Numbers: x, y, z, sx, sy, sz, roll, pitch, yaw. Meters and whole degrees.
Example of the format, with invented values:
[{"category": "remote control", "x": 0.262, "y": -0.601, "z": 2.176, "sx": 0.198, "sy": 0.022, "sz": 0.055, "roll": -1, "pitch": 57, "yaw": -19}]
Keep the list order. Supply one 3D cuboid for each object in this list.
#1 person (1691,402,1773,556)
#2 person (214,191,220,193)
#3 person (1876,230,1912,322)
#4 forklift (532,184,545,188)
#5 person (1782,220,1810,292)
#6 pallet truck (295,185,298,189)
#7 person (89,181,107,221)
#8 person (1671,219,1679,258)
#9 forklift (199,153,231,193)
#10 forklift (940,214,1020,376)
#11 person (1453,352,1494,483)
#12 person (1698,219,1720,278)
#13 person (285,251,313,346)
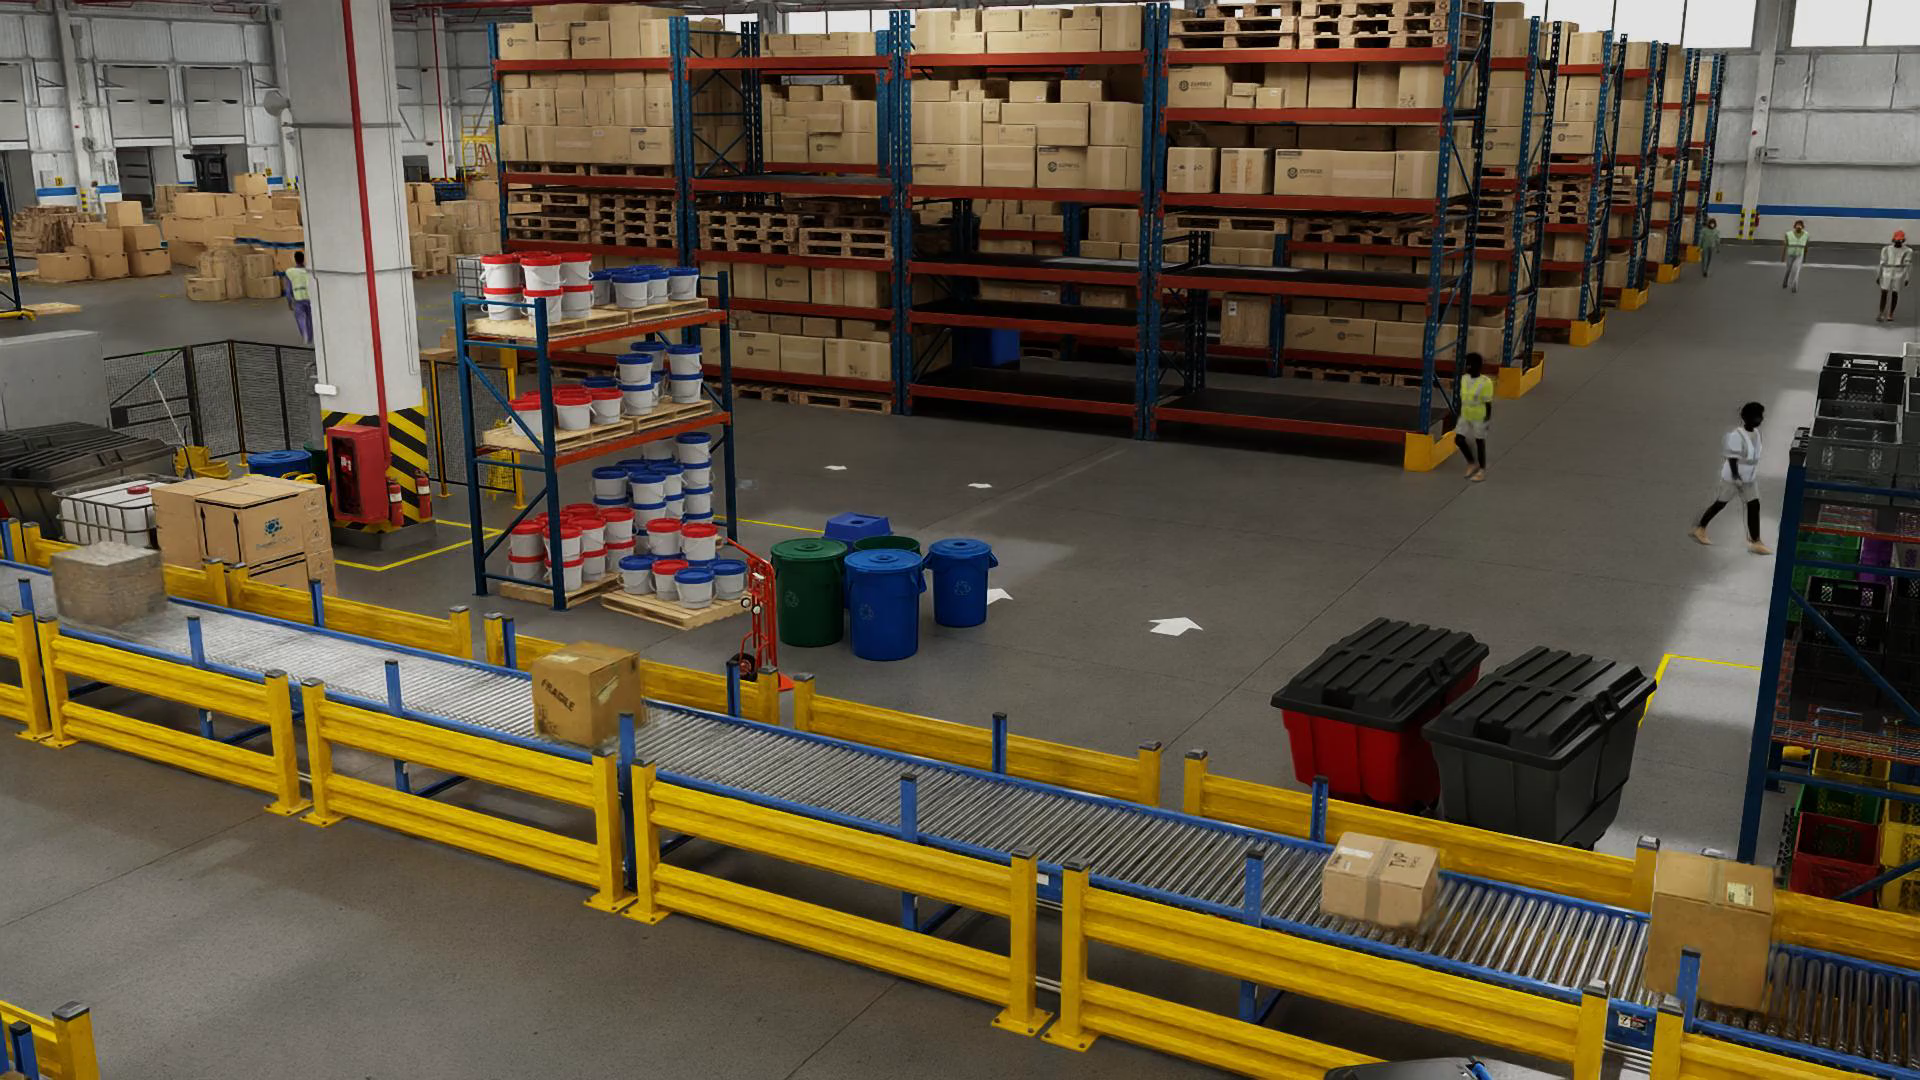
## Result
[{"category": "person", "x": 8.442, "y": -0.698, "z": 18.070, "sx": 0.539, "sy": 1.656, "sz": 0.877, "roll": -8, "pitch": 17, "yaw": -26}, {"category": "person", "x": -24.006, "y": -10.371, "z": 53.990, "sx": 0.635, "sy": 1.884, "sz": 1.014, "roll": 3, "pitch": 15, "yaw": 12}, {"category": "person", "x": 20.449, "y": -5.766, "z": 36.462, "sx": 0.638, "sy": 1.996, "sz": 1.006, "roll": 10, "pitch": 18, "yaw": 33}, {"category": "forklift", "x": -16.254, "y": -13.594, "z": 64.203, "sx": 1.873, "sy": 2.768, "sz": 1.129, "roll": 1, "pitch": 15, "yaw": 2}, {"category": "person", "x": 21.270, "y": -7.247, "z": 42.378, "sx": 0.569, "sy": 1.826, "sz": 0.718, "roll": 5, "pitch": 16, "yaw": 18}, {"category": "pallet truck", "x": -26.804, "y": -14.617, "z": 69.738, "sx": 1.885, "sy": 1.965, "sz": 0.823, "roll": -14, "pitch": 20, "yaw": -42}, {"category": "person", "x": -34.502, "y": -13.518, "z": 66.332, "sx": 0.513, "sy": 1.614, "sz": 0.742, "roll": 5, "pitch": 16, "yaw": 17}, {"category": "person", "x": 19.804, "y": -8.423, "z": 46.606, "sx": 0.390, "sy": 1.920, "sz": 0.587, "roll": -14, "pitch": 20, "yaw": -42}, {"category": "forklift", "x": -27.440, "y": -12.865, "z": 61.464, "sx": 1.873, "sy": 2.768, "sz": 1.129, "roll": 8, "pitch": 17, "yaw": 28}, {"category": "forklift", "x": 0.034, "y": -4.290, "z": 29.226, "sx": 1.873, "sy": 2.768, "sz": 1.129, "roll": 8, "pitch": 17, "yaw": 28}, {"category": "person", "x": 6.593, "y": -1.565, "z": 21.265, "sx": 0.404, "sy": 1.671, "sz": 0.624, "roll": -9, "pitch": 17, "yaw": -29}, {"category": "person", "x": 20.593, "y": -8.023, "z": 45.715, "sx": 0.520, "sy": 1.589, "sz": 0.843, "roll": 3, "pitch": 15, "yaw": 13}, {"category": "person", "x": -12.961, "y": -4.753, "z": 32.846, "sx": 0.595, "sy": 1.902, "sz": 0.618, "roll": -8, "pitch": 17, "yaw": -27}]
